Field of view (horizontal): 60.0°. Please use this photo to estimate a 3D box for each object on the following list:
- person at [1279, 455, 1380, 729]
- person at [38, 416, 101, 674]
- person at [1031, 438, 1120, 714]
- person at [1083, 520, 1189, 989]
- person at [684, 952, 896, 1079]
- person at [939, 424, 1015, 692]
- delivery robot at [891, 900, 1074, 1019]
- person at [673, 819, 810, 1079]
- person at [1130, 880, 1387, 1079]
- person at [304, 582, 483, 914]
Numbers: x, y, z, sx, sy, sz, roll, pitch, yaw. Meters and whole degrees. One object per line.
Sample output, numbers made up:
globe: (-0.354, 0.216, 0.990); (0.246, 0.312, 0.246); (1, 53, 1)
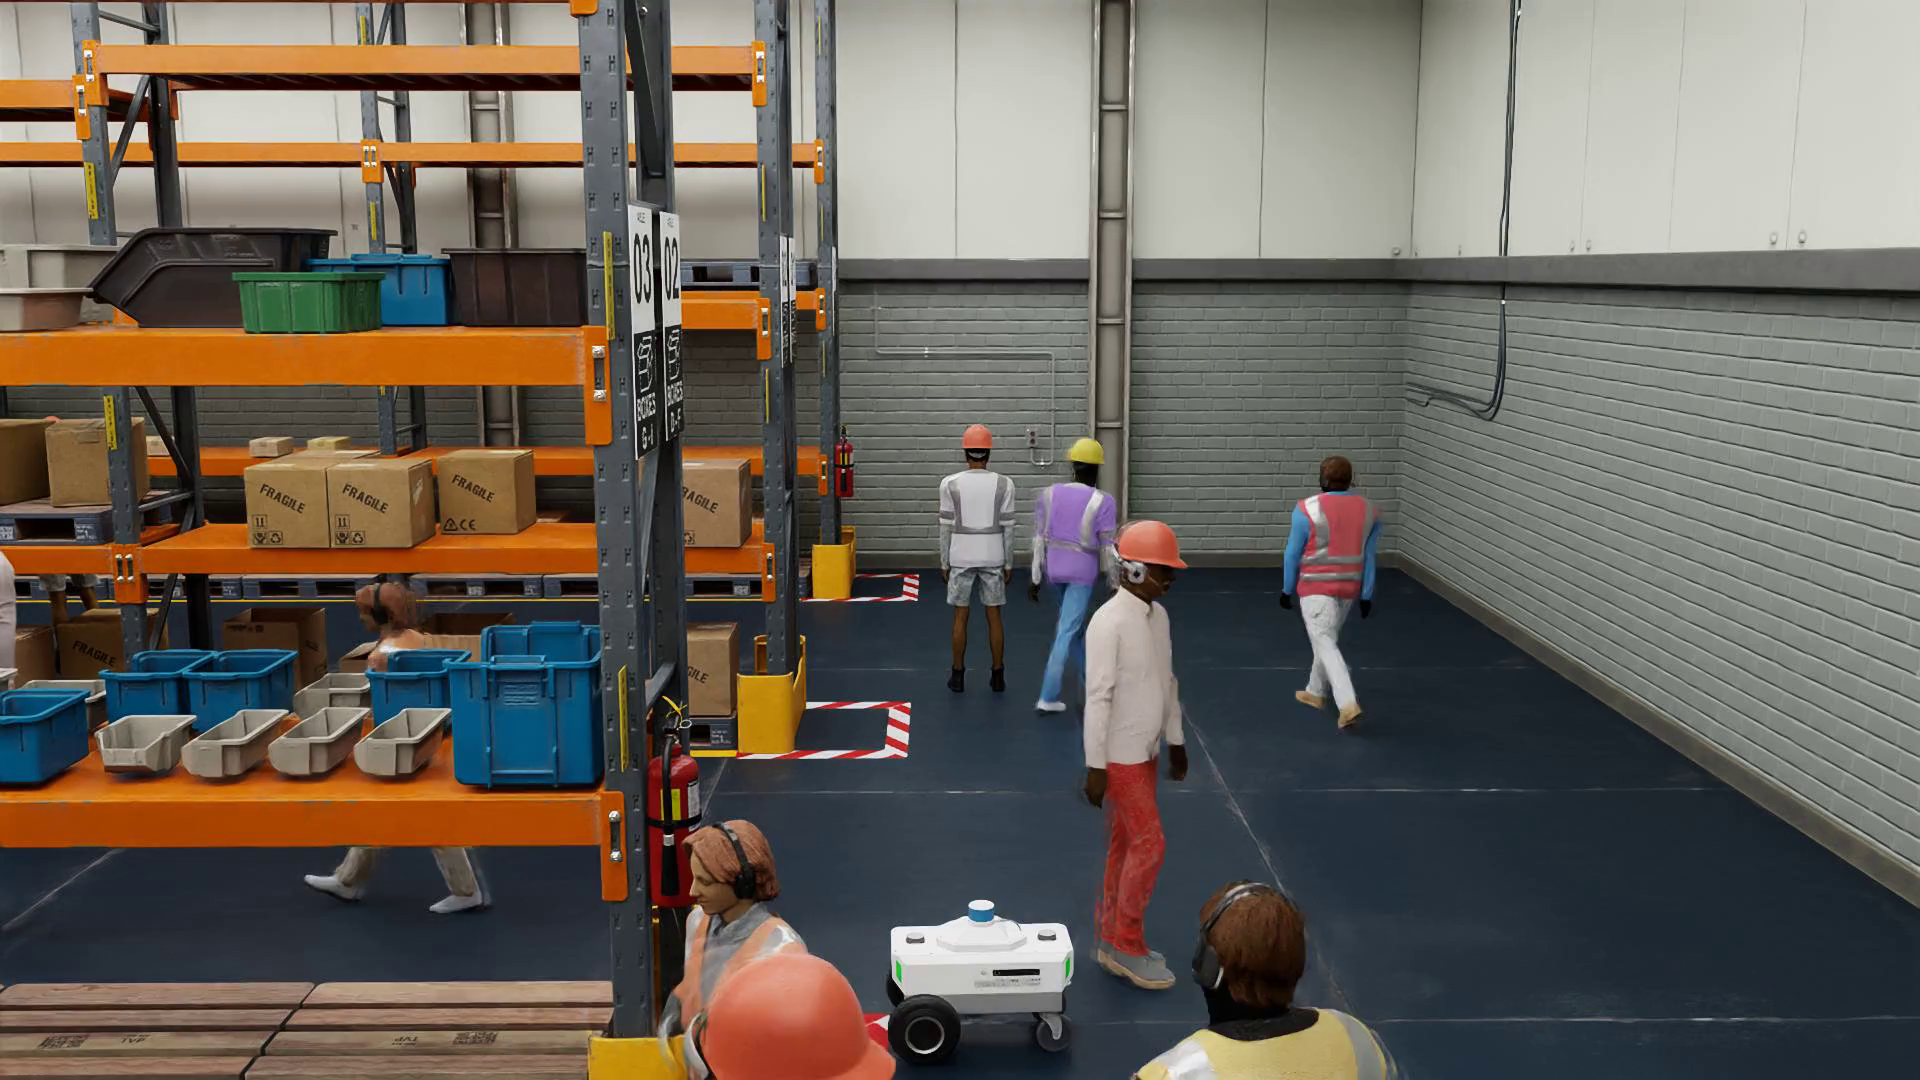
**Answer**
person: (2.508, 0.332, 11.147); (0.616, 1.799, 0.949); (-4, 10, -21)
person: (-6.743, 0.040, 12.505); (0.376, 1.934, 0.547); (9, 13, 42)
person: (0.813, 0.236, 11.516); (0.598, 1.864, 1.009); (7, 12, 37)
person: (0.819, 0.902, 7.063); (0.574, 1.979, 0.654); (5, 11, 29)
person: (-0.229, 1.613, 2.795); (1.001, 1.940, 0.626); (0, 9, 1)
person: (0.119, 0.133, 11.970); (0.542, 1.928, 0.401); (0, 9, -2)
delivery robot: (0.085, 1.657, 6.520); (0.707, 0.478, 0.477); (0, 9, -3)
person: (-0.557, 1.519, 4.373); (0.315, 1.631, 0.523); (-8, 12, -41)
person: (0.549, 1.583, 3.396); (0.639, 1.821, 0.438); (-5, 10, -26)
person: (-2.669, 0.982, 7.774); (0.891, 1.582, 0.532); (0, 9, -1)
